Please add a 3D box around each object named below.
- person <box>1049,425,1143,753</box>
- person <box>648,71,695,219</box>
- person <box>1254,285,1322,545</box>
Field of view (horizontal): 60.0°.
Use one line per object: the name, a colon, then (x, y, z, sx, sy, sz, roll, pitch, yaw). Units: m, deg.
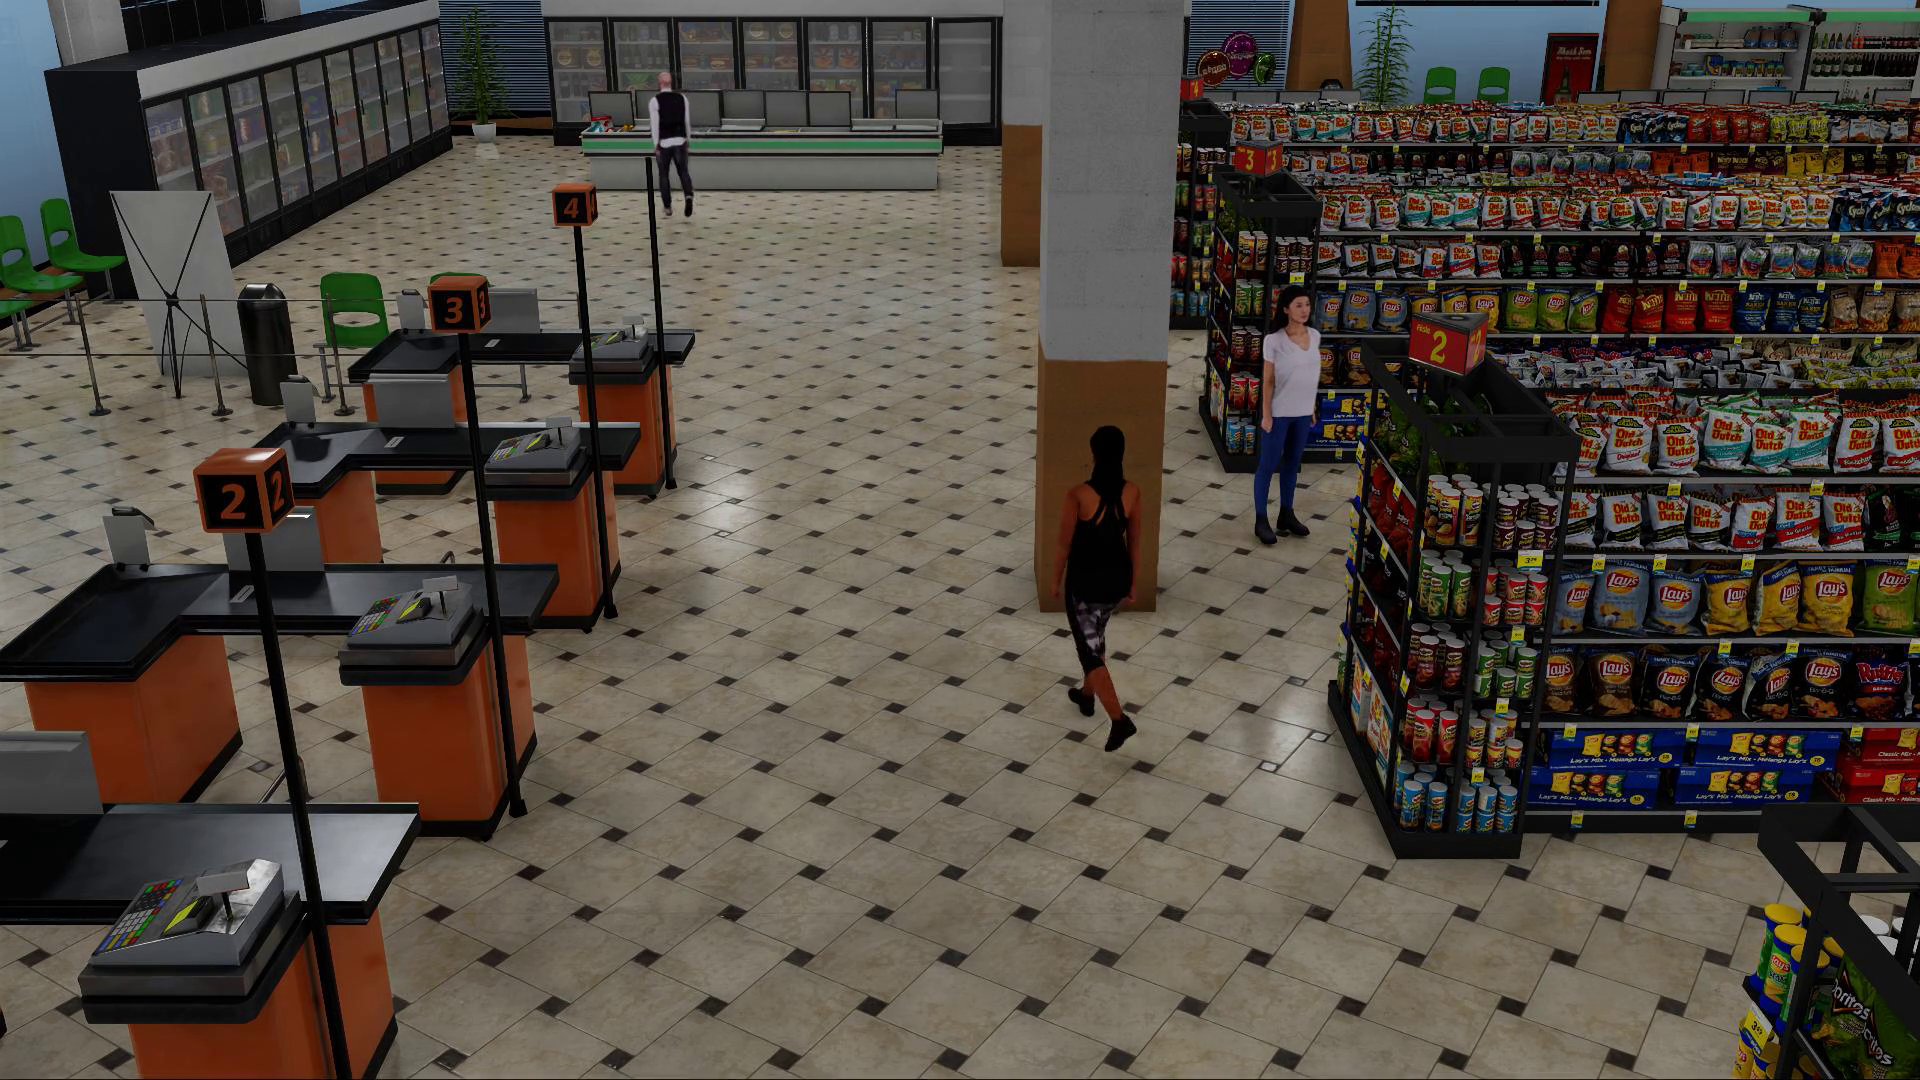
person: (0.706, 0.247, 8.227, 1.062, 1.638, 0.933, -10, 24, -23)
person: (-3.594, -4.938, 20.918, 1.184, 1.799, 1.054, -10, 24, -23)
person: (2.118, -0.812, 10.800, 0.629, 1.685, 0.739, -12, 25, -28)
